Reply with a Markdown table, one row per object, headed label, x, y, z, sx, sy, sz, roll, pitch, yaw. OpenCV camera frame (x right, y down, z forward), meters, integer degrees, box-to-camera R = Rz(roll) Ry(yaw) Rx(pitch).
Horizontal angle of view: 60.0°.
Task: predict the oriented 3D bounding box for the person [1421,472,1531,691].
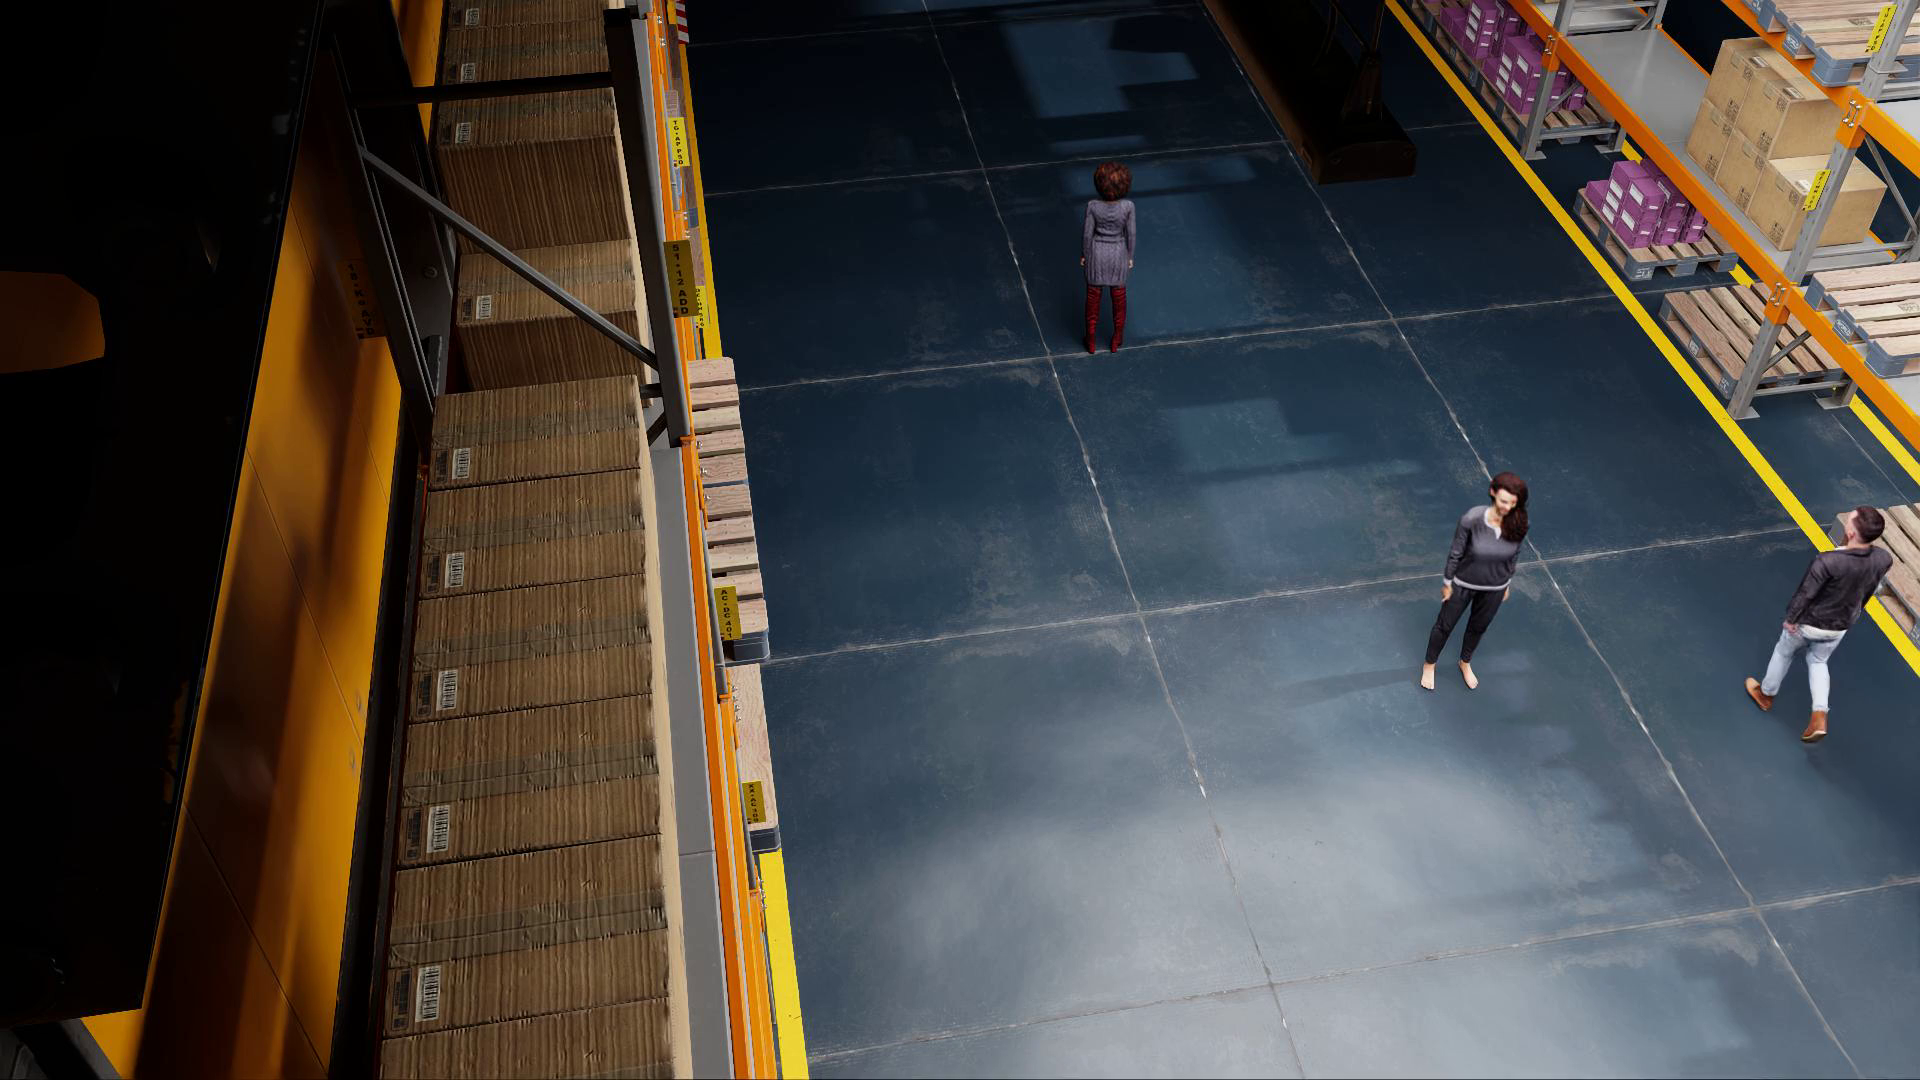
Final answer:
| label | x | y | z | sx | sy | sz | roll | pitch | yaw |
| --- | --- | --- | --- | --- | --- | --- | --- | --- | --- |
| person | 3.312 | 0.258 | 10.661 | 0.638 | 1.771 | 0.565 | -1 | 44 | -1 |

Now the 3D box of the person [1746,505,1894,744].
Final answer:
| label | x | y | z | sx | sy | sz | roll | pitch | yaw |
| --- | --- | --- | --- | --- | --- | --- | --- | --- | --- |
| person | 5.392 | 0.541 | 10.327 | 0.706 | 1.822 | 0.967 | -4 | 44 | -4 |

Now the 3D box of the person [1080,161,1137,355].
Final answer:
| label | x | y | z | sx | sy | sz | roll | pitch | yaw |
| --- | --- | --- | --- | --- | --- | --- | --- | --- | --- |
| person | 1.181 | -2.253 | 13.341 | 0.626 | 1.710 | 0.581 | 2 | 44 | 2 |
